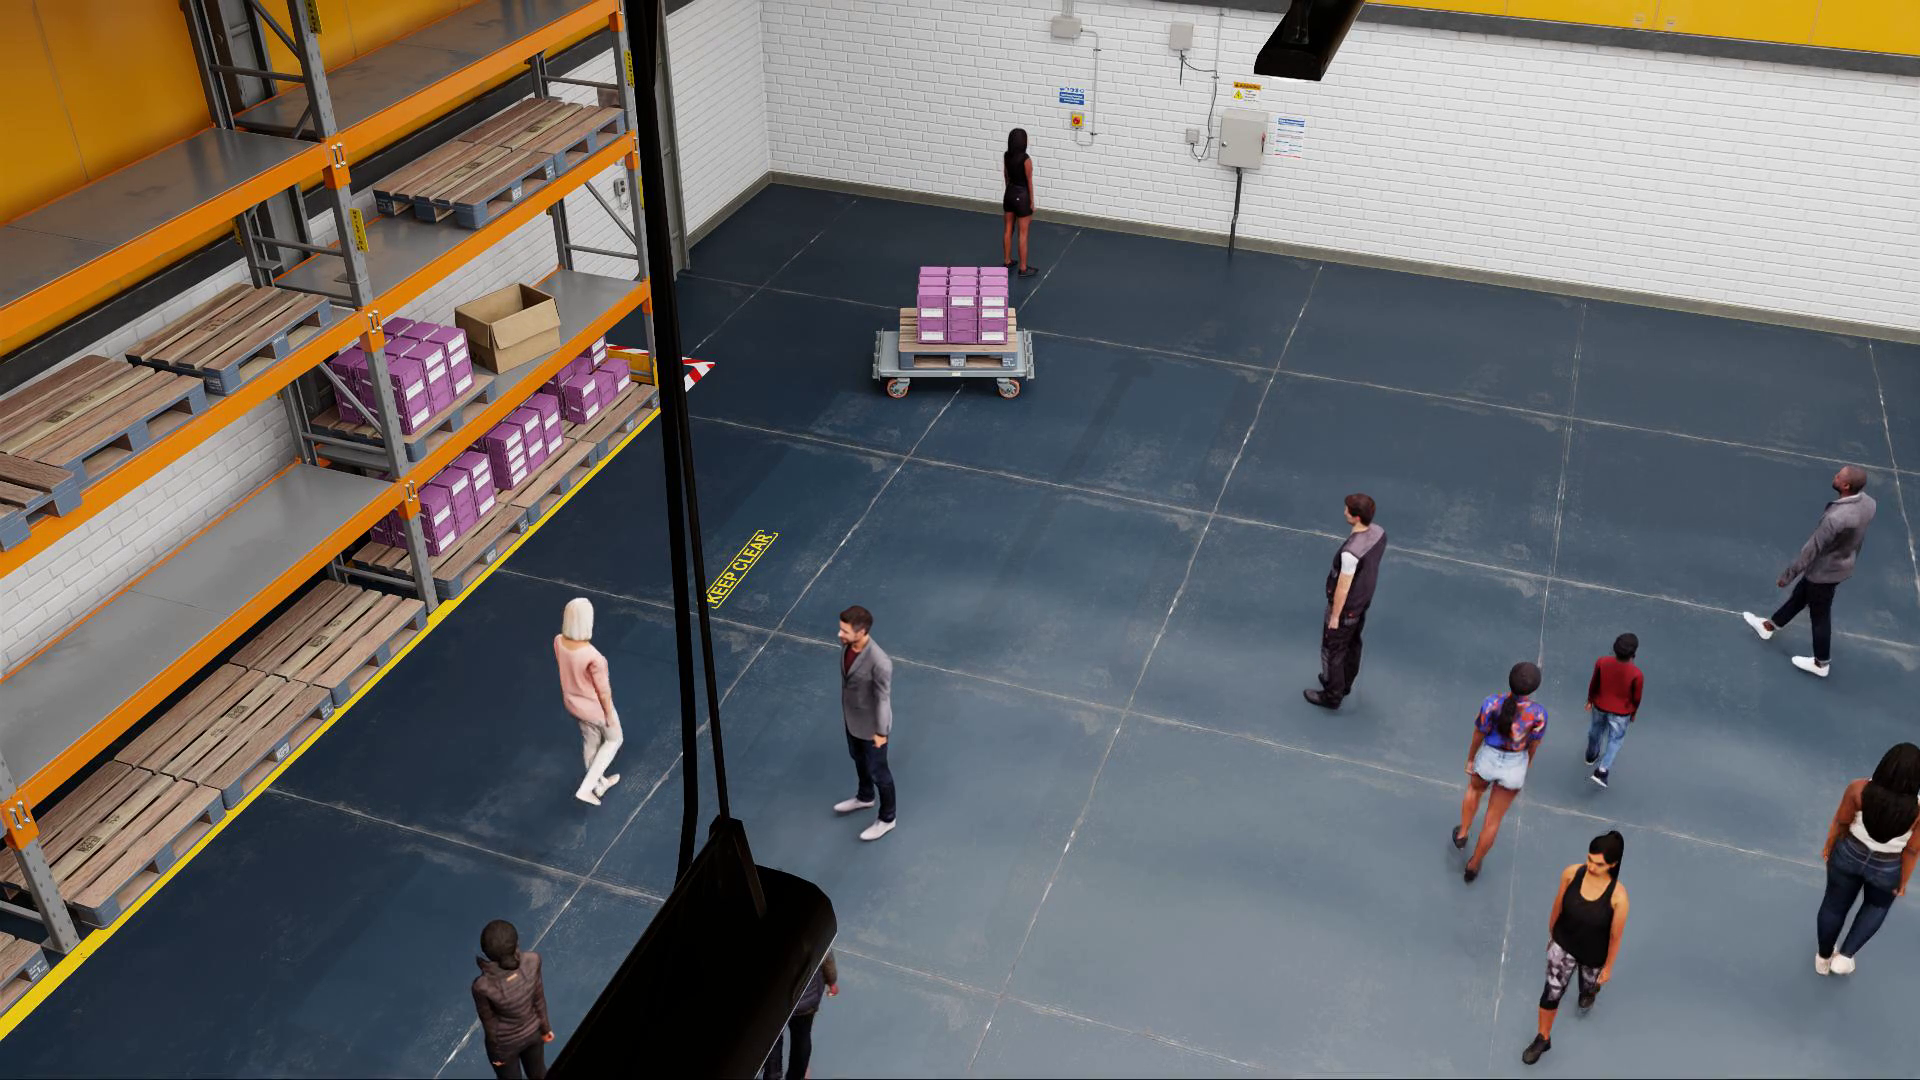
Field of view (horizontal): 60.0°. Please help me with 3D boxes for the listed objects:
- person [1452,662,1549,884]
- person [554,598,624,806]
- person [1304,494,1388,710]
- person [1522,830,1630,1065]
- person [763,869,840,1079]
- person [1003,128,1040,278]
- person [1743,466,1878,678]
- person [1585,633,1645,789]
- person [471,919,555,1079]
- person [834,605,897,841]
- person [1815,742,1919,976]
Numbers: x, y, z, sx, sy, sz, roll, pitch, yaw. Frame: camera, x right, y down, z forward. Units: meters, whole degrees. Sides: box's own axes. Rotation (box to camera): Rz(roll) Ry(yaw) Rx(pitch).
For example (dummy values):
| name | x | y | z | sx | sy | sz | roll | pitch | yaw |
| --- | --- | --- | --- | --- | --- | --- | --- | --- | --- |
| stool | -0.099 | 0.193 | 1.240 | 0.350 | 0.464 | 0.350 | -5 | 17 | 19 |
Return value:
| name | x | y | z | sx | sy | sz | roll | pitch | yaw |
| --- | --- | --- | --- | --- | --- | --- | --- | --- | --- |
| person | 3.549 | 1.571 | 10.944 | 0.610 | 1.723 | 0.707 | 14 | 36 | 19 |
| person | -2.638 | 1.176 | 11.547 | 0.678 | 1.713 | 0.786 | 19 | 38 | 26 |
| person | 2.972 | 0.457 | 12.508 | 0.803 | 1.846 | 0.657 | 24 | 41 | 32 |
| person | 3.719 | 2.358 | 9.832 | 0.823 | 1.643 | 1.091 | 25 | 41 | 32 |
| person | -0.979 | 2.589 | 9.319 | 0.791 | 1.825 | 0.824 | 3 | 34 | 4 |
| person | 0.668 | -3.904 | 19.165 | 0.675 | 1.740 | 0.680 | -27 | 42 | -34 |
| person | 6.762 | 0.289 | 12.814 | 1.128 | 1.788 | 1.119 | -24 | 41 | -32 |
| person | 4.671 | 1.196 | 11.922 | 0.634 | 1.264 | 0.786 | 24 | 40 | 31 |
| person | -2.465 | 2.737 | 9.241 | 0.691 | 1.666 | 0.748 | -14 | 36 | -19 |
| person | -0.643 | 1.210 | 11.355 | 0.787 | 1.869 | 0.770 | -21 | 39 | -28 |
| person | 5.535 | 2.033 | 10.180 | 0.748 | 1.798 | 0.754 | 24 | 40 | 31 |
